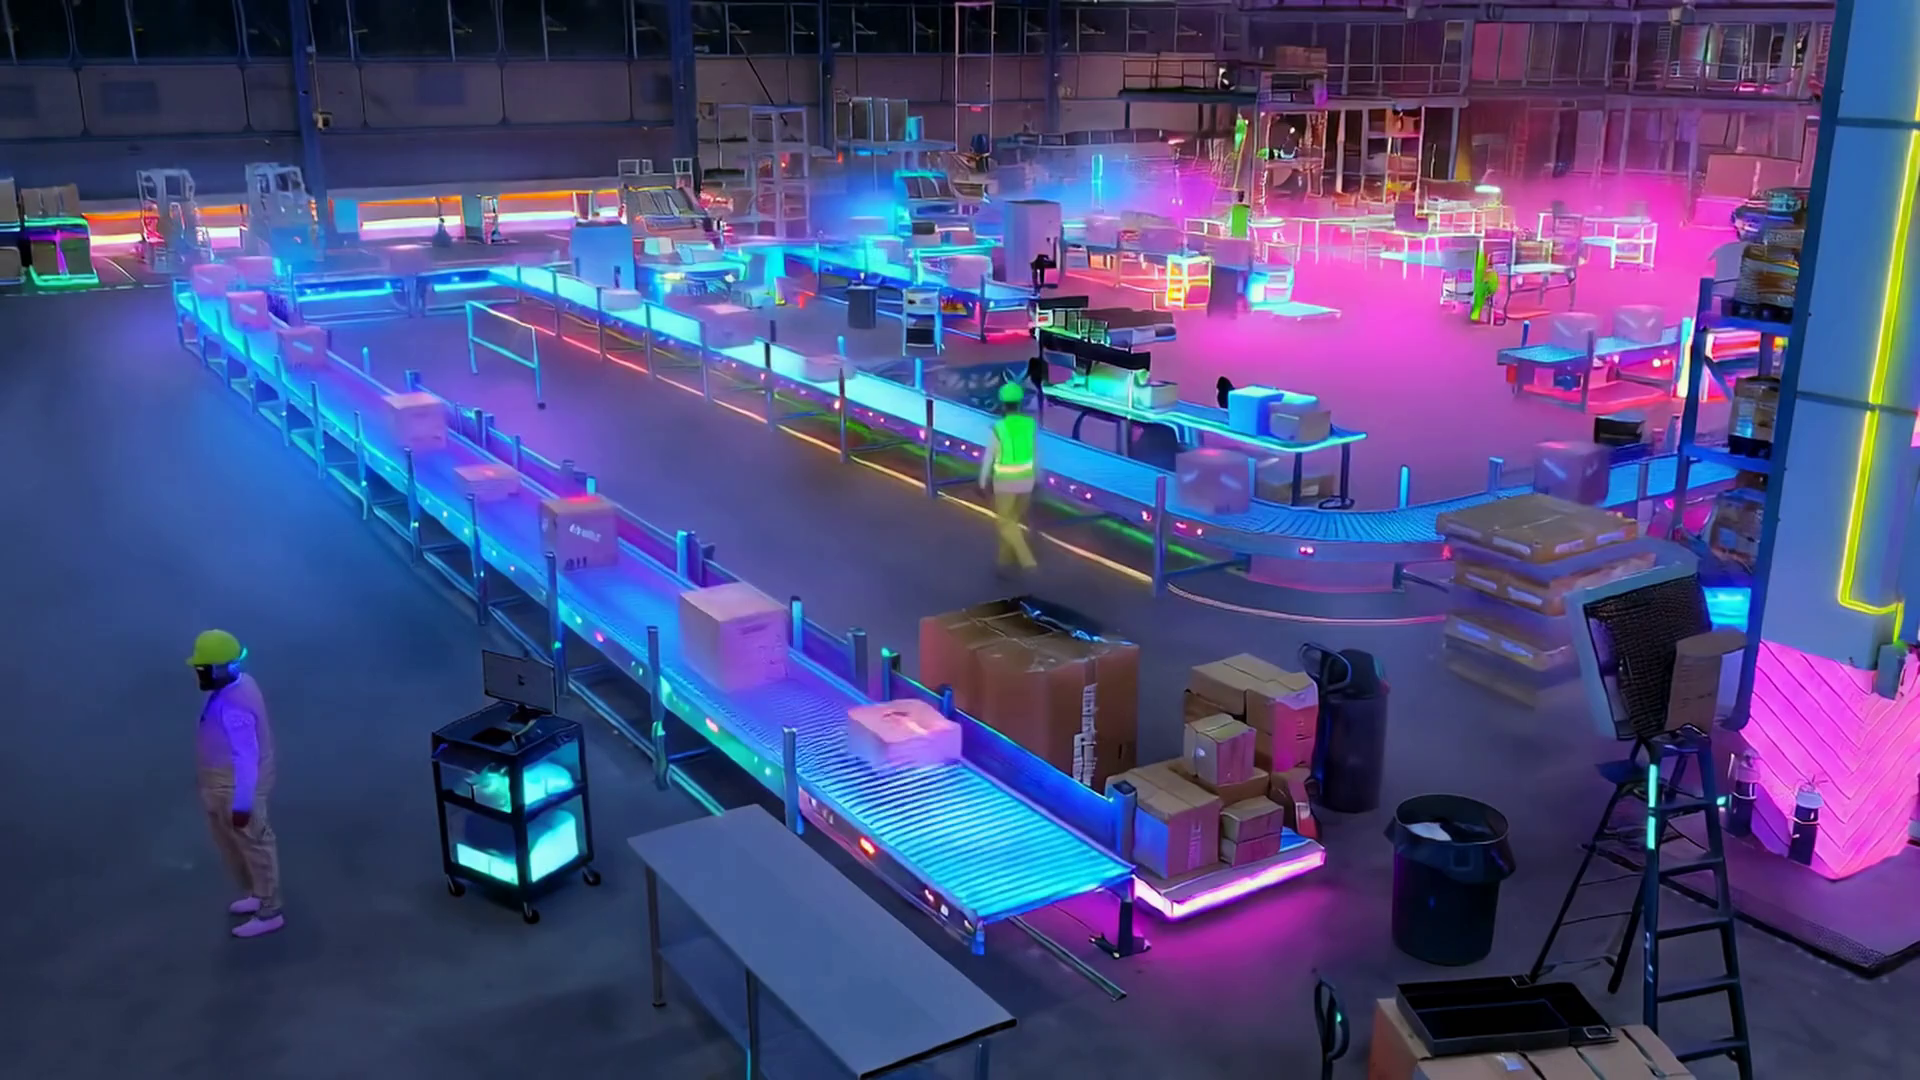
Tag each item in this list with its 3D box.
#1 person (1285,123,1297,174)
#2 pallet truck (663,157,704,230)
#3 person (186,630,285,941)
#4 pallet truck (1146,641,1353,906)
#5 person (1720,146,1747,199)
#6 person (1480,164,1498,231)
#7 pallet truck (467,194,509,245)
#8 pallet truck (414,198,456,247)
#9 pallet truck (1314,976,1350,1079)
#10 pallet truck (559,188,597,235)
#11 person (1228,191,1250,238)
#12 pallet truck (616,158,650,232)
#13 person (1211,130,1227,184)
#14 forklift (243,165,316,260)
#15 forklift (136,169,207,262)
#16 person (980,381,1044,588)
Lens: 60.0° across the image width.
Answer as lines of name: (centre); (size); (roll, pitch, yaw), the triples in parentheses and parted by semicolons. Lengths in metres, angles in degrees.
person: (12.676, -15.018, 63.814); (0.382, 1.928, 0.587); (5, 18, 17)
pallet truck: (-7.586, -9.308, 44.692); (0.823, 1.965, 1.885); (-11, 20, -33)
person: (-4.089, 1.375, 9.427); (0.404, 1.833, 0.592); (-7, 18, -22)
pallet truck: (1.664, 1.407, 10.232); (1.630, 1.274, 0.653); (-10, 20, -31)
person: (23.546, -11.019, 50.571); (0.925, 1.902, 0.542); (15, 22, 41)
person: (14.210, -9.236, 44.858); (0.552, 1.750, 0.365); (-6, 18, -19)
pallet truck: (-11.983, -8.177, 42.137); (0.704, 1.261, 1.522); (-11, 20, -33)
pallet truck: (-13.250, -8.060, 41.856); (0.680, 1.201, 1.601); (-10, 20, -31)
pallet truck: (2.299, 2.390, 7.086); (1.601, 1.201, 0.680); (-2, 17, -7)
pallet truck: (-10.010, -8.652, 43.699); (0.653, 1.274, 1.630); (-10, 20, -31)
person: (6.006, -6.545, 35.727); (0.514, 1.866, 0.329); (9, 19, 28)
pallet truck: (-8.918, -9.176, 44.255); (0.823, 1.965, 1.885); (-9, 19, -27)
person: (9.292, -13.736, 59.616); (0.572, 1.887, 0.356); (7, 18, 21)
forklift: (-15.898, -7.669, 38.708); (1.157, 1.987, 2.680); (-11, 20, -33)
forklift: (-17.842, -7.318, 37.559); (1.157, 1.987, 2.680); (-10, 20, -31)
person: (0.535, -0.521, 15.584); (0.601, 1.922, 0.856); (-13, 21, -37)
